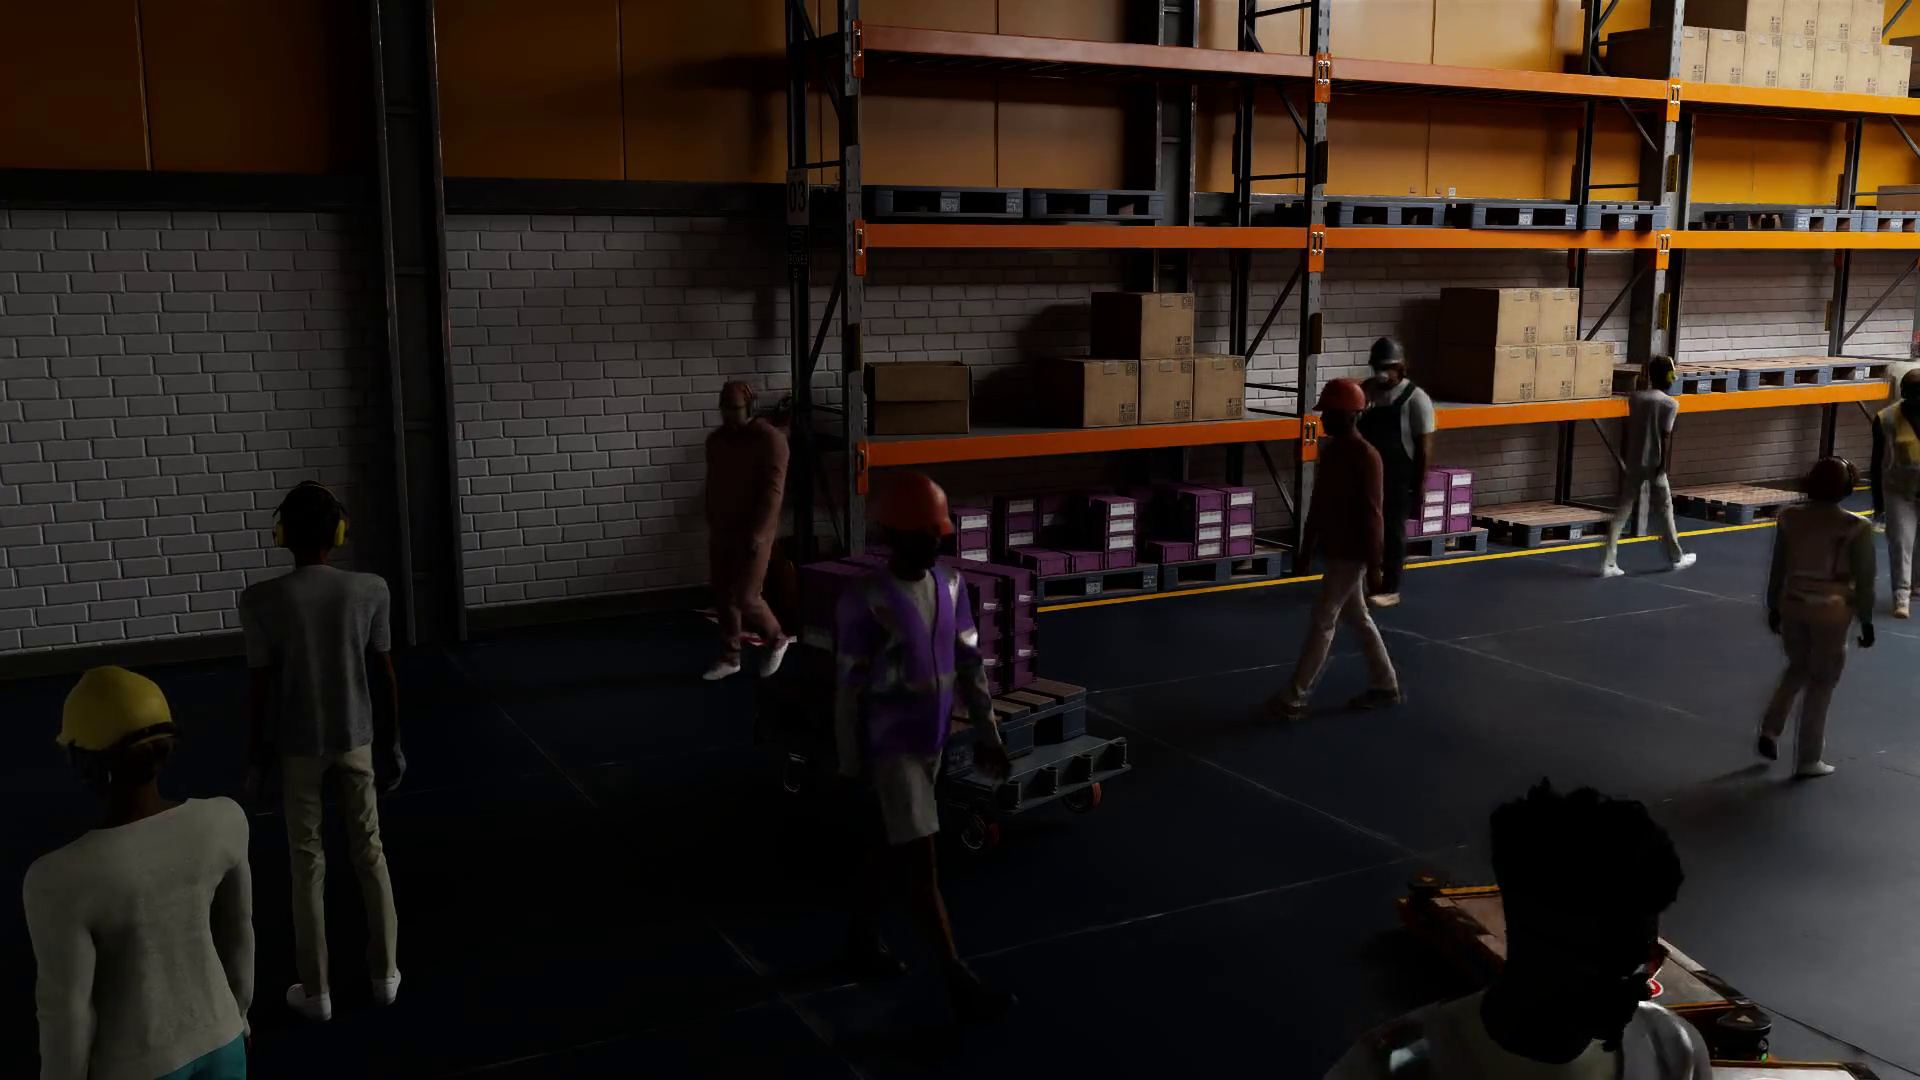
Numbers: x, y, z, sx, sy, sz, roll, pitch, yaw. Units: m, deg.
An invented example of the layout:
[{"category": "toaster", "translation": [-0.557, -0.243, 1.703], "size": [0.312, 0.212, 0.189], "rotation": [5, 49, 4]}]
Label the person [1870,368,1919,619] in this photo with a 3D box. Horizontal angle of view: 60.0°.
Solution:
[{"category": "person", "translation": [7.015, -0.365, 12.223], "size": [0.628, 1.812, 0.788], "rotation": [4, 11, 24]}]

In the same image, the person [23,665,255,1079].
[{"category": "person", "translation": [-1.782, 1.140, 3.671], "size": [0.308, 1.769, 0.525], "rotation": [5, 11, 27]}]

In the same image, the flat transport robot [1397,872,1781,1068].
[{"category": "flat transport robot", "translation": [2.154, 1.504, 5.878], "size": [0.652, 0.197, 1.431], "rotation": [-2, 10, -9]}]

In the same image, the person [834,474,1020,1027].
[{"category": "person", "translation": [-0.114, 0.709, 5.786], "size": [0.975, 1.883, 0.570], "rotation": [9, 13, 41]}]

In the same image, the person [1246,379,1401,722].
[{"category": "person", "translation": [2.132, 0.054, 9.436], "size": [1.001, 1.940, 0.636], "rotation": [-1, 10, -8]}]

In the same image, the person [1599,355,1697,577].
[{"category": "person", "translation": [5.638, -0.599, 13.586], "size": [1.008, 1.806, 0.501], "rotation": [-6, 11, -30]}]

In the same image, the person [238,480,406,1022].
[{"category": "person", "translation": [-2.197, 0.727, 5.756], "size": [0.532, 1.868, 0.310], "rotation": [-6, 12, -32]}]

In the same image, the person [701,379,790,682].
[{"category": "person", "translation": [-1.321, -0.042, 10.133], "size": [0.659, 1.883, 0.472], "rotation": [7, 12, 35]}]

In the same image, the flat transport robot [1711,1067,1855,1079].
[{"category": "flat transport robot", "translation": [2.351, 1.753, 4.442], "size": [0.652, 0.197, 1.431], "rotation": [1, 10, 3]}]

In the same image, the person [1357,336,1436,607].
[{"category": "person", "translation": [3.191, -0.525, 12.467], "size": [0.652, 2.000, 0.709], "rotation": [-9, 13, -43]}]

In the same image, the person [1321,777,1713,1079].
[{"category": "person", "translation": [0.761, 1.277, 2.365], "size": [0.650, 1.954, 0.399], "rotation": [-2, 10, -10]}]

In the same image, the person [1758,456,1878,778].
[{"category": "person", "translation": [4.330, 0.394, 8.375], "size": [0.364, 1.629, 0.532], "rotation": [-5, 11, -26]}]

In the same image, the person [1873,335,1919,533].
[{"category": "person", "translation": [8.989, -1.021, 15.640], "size": [1.046, 1.941, 0.626], "rotation": [-7, 12, -35]}]
